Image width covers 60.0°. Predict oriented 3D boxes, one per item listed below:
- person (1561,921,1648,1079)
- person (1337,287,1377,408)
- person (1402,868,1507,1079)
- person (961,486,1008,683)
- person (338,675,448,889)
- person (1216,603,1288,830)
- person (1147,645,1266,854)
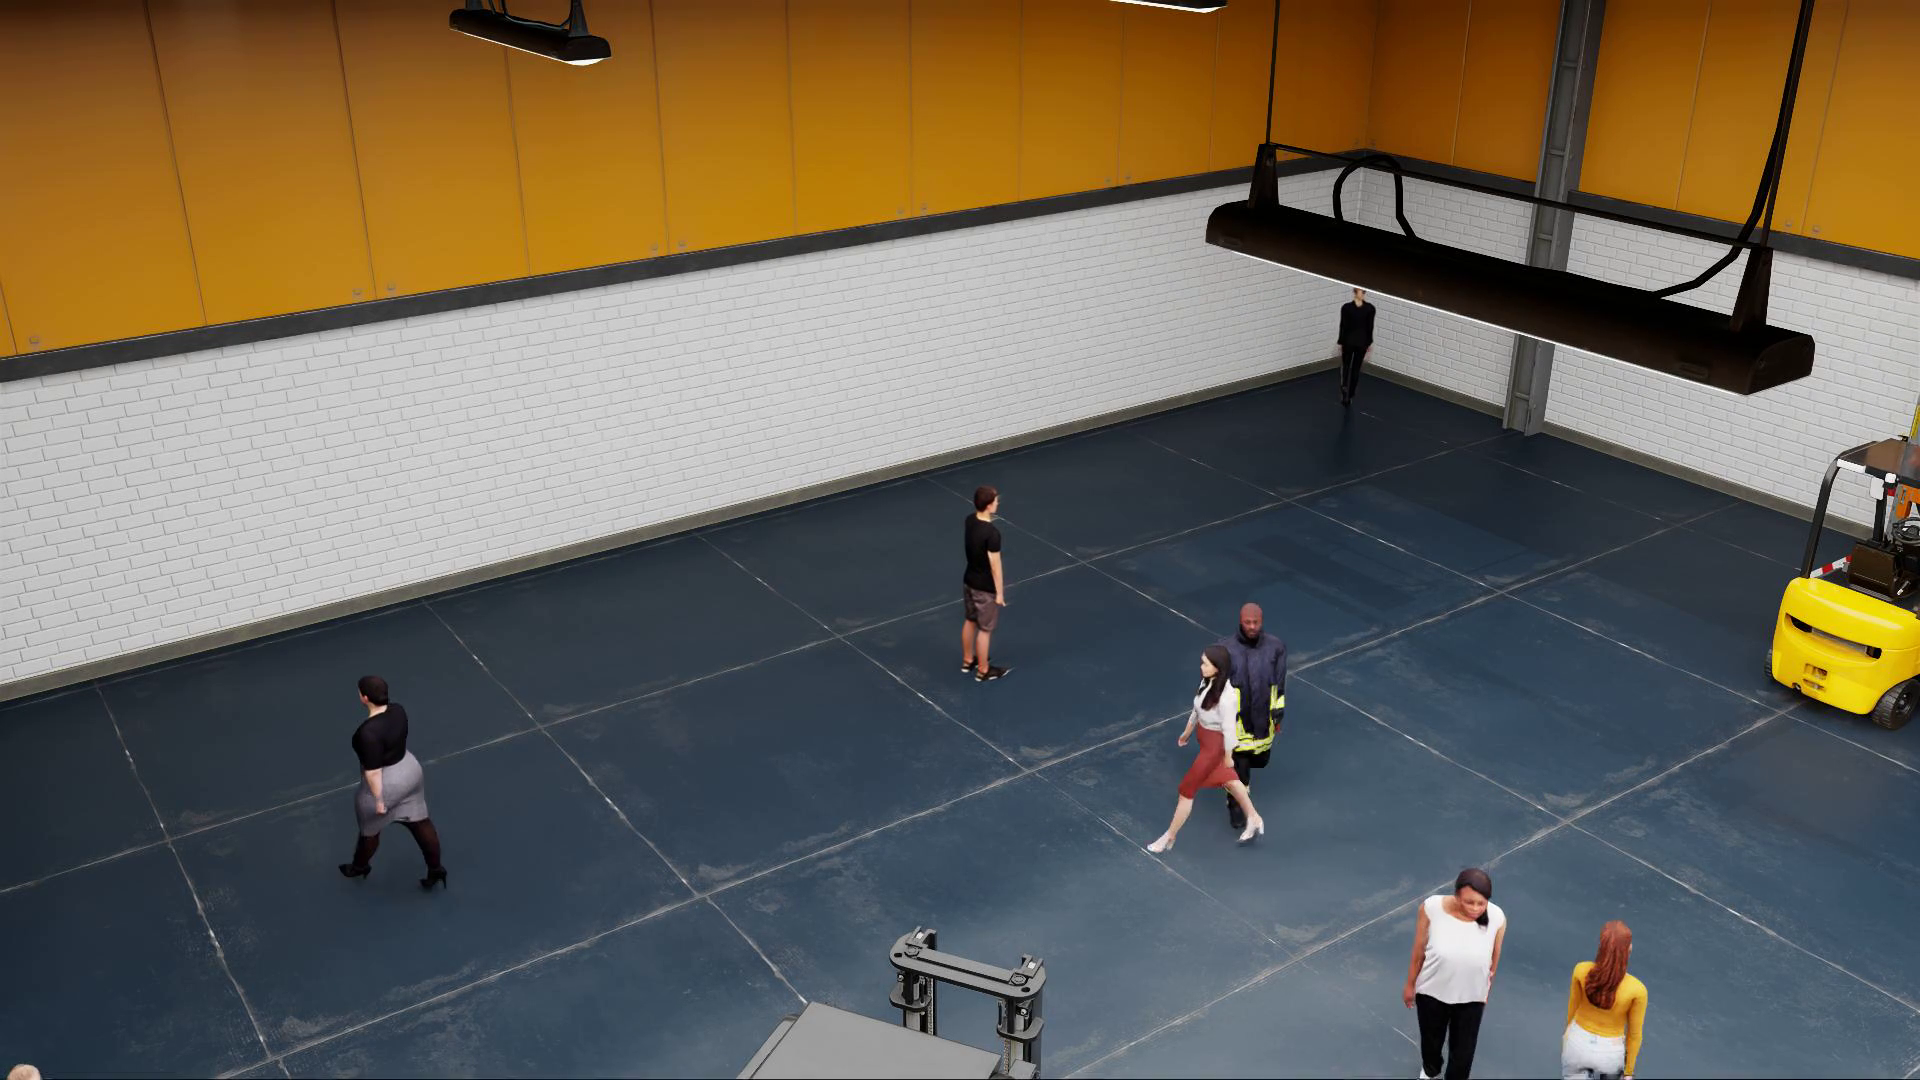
[{"bbox_3d":[3.487,2.910,9.195,0.794,1.734,0.801,13,27,28],"label":"person"},{"bbox_3d":[5.131,-2.498,21.611,0.735,1.697,0.802,6,24,12],"label":"person"},{"bbox_3d":[2.943,2.621,9.938,0.883,1.668,0.938,8,25,19],"label":"person"},{"bbox_3d":[0.181,0.376,14.832,0.725,1.862,0.530,-14,27,-29],"label":"person"},{"bbox_3d":[-3.943,1.775,11.805,1.152,1.723,1.025,8,25,17],"label":"person"},{"bbox_3d":[2.209,1.273,12.852,1.049,1.804,1.201,-2,24,-4],"label":"person"},{"bbox_3d":[1.949,1.566,12.313,1.024,1.699,1.164,-3,24,-7],"label":"person"}]
